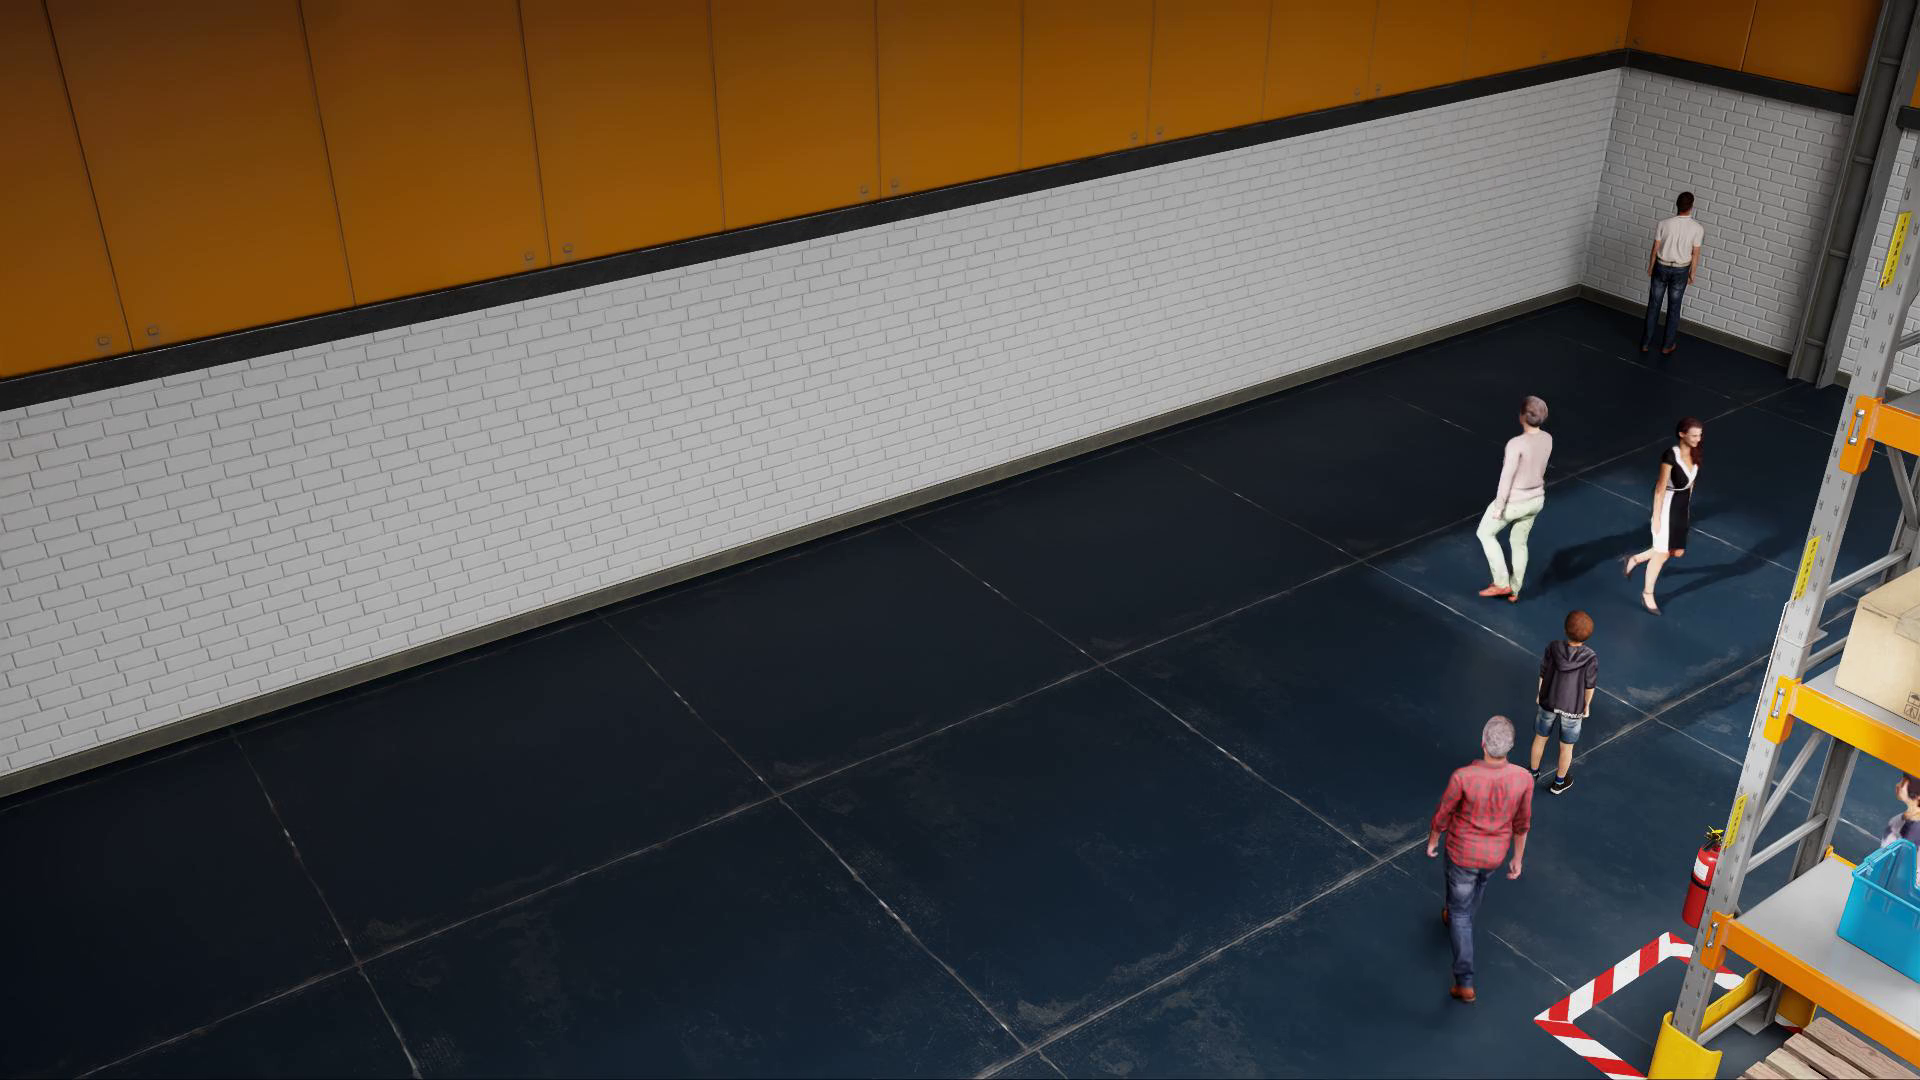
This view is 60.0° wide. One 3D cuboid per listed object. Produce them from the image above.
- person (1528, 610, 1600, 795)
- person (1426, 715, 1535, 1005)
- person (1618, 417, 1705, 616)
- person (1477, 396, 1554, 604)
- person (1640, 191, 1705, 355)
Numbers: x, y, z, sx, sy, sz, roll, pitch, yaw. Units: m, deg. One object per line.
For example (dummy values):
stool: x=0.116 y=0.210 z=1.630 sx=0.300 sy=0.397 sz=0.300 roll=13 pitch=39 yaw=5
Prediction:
person: x=4.238 y=1.128 z=11.701 sx=0.560 sy=1.445 sz=0.662 roll=17 pitch=33 yaw=28
person: x=3.089 y=1.916 z=9.891 sx=1.146 sy=1.794 sz=1.311 roll=0 pitch=29 yaw=-1
person: x=5.836 y=-0.236 z=13.846 sx=0.611 sy=1.785 sz=0.751 roll=-17 pitch=33 yaw=-28
person: x=4.705 y=-0.269 z=13.829 sx=0.728 sy=1.859 sz=0.698 roll=-13 pitch=31 yaw=-23
person: x=8.086 y=-3.050 z=18.932 sx=0.680 sy=1.854 sz=0.809 roll=13 pitch=31 yaw=22
